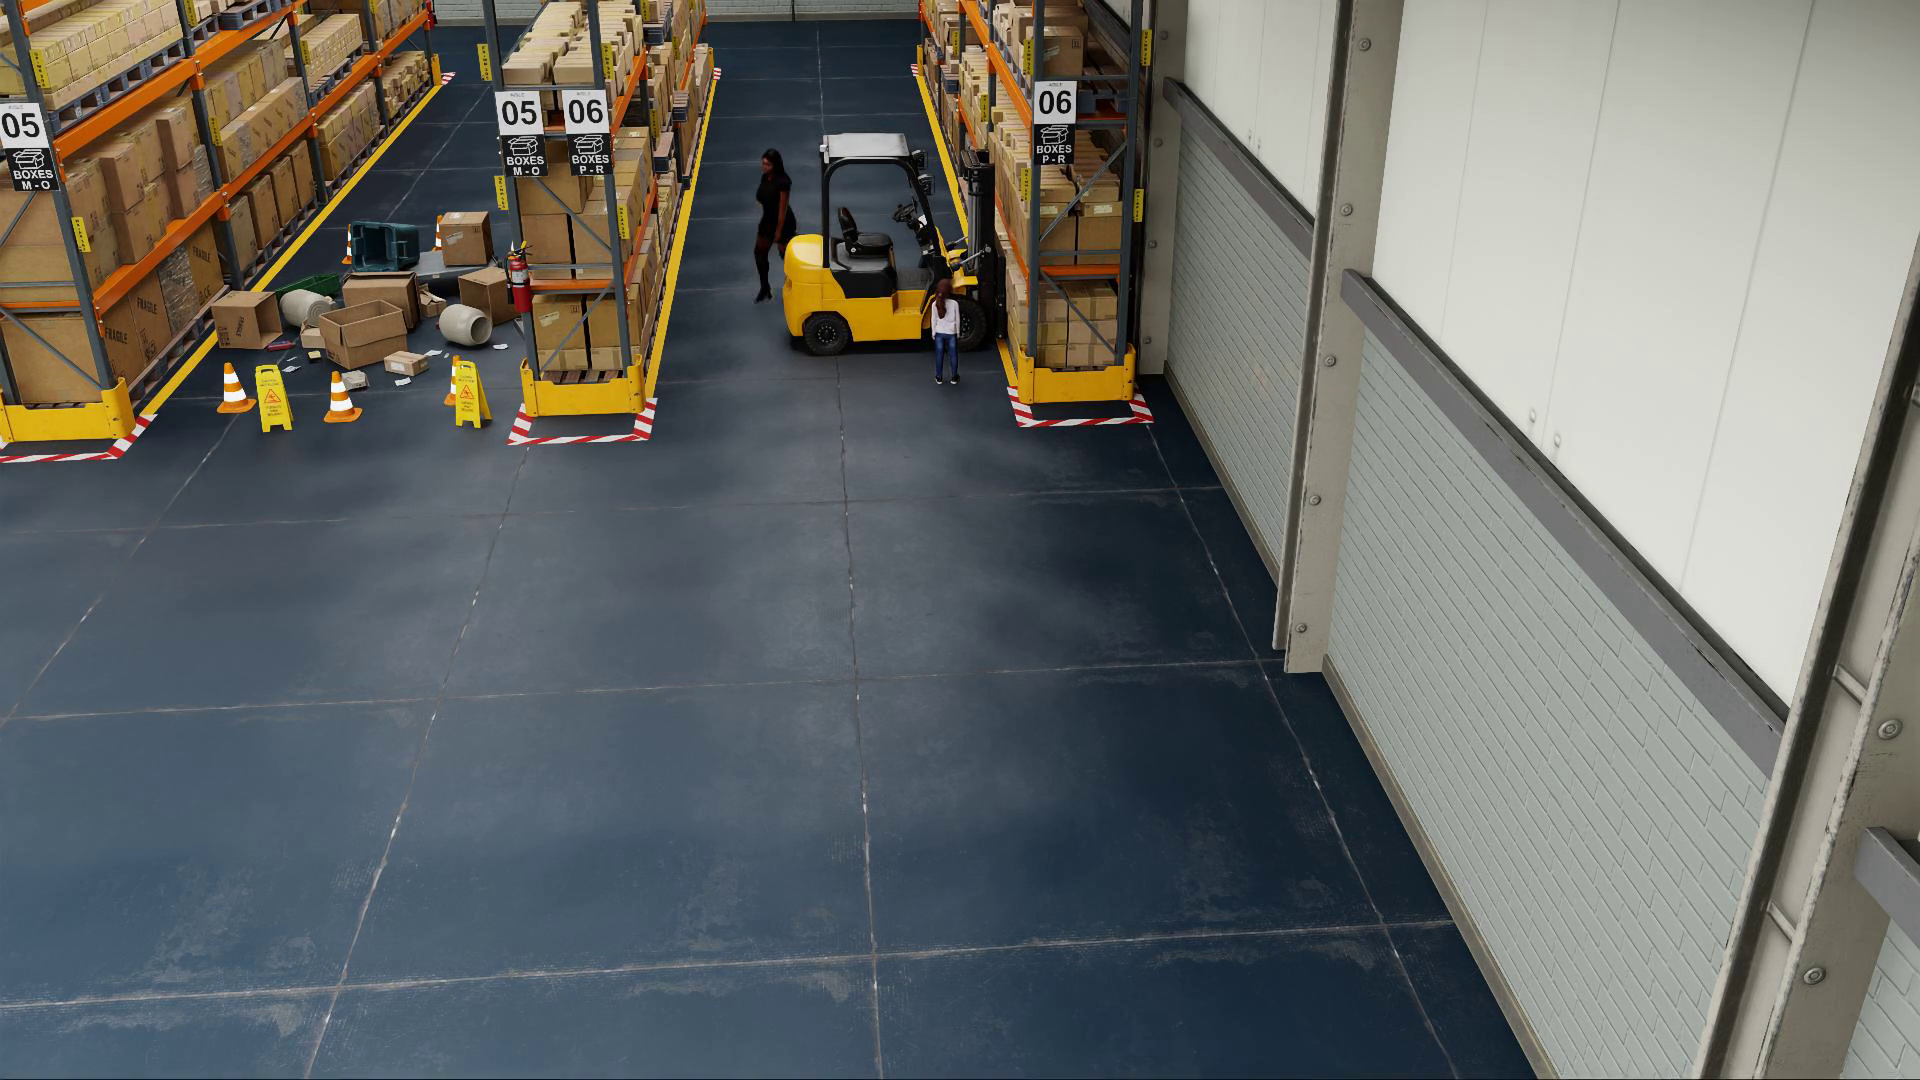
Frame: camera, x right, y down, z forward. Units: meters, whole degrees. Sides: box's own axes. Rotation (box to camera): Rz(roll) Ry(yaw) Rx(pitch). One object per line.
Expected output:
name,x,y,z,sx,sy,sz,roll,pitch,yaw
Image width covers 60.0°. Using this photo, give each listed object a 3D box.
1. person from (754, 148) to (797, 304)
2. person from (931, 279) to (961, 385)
person,-2.036,-3.633,19.242,0.826,1.833,0.886,24,35,38
person,-0.148,-2.166,17.180,0.461,1.112,0.482,0,27,0
